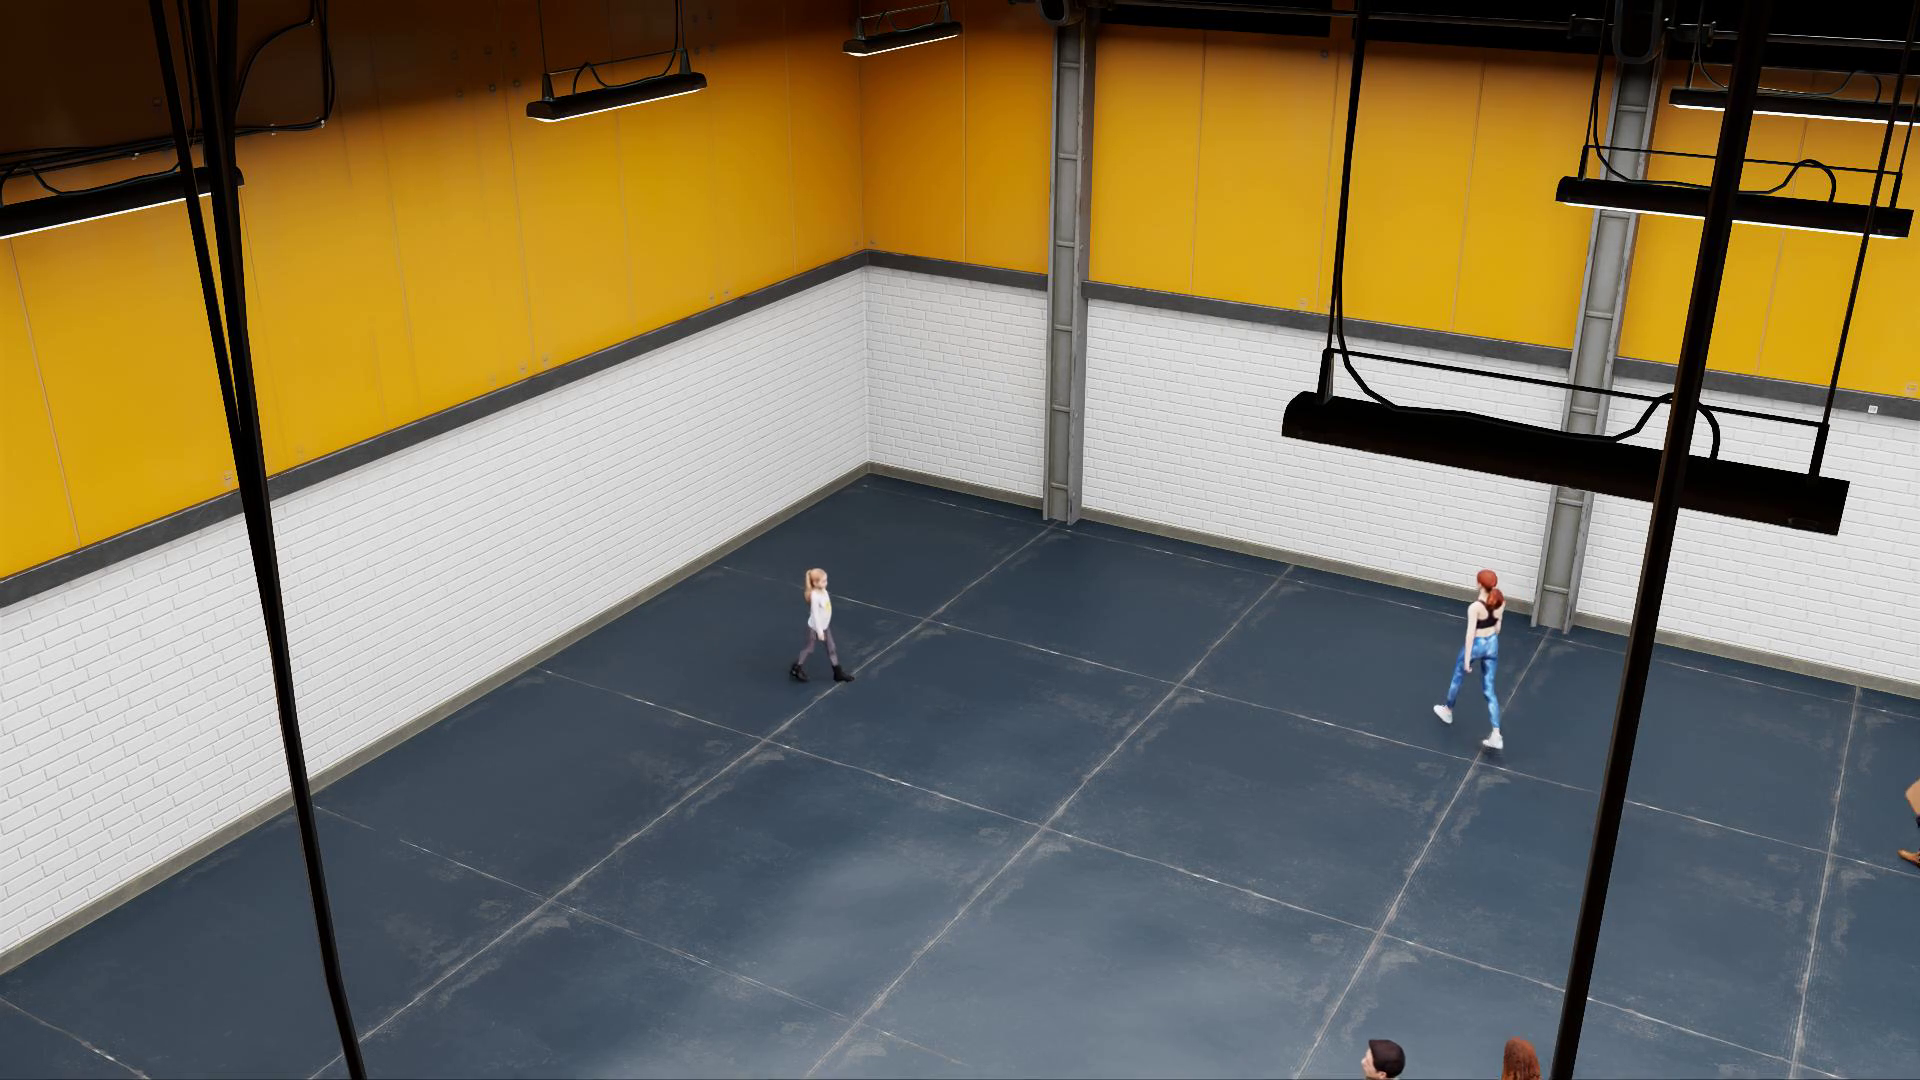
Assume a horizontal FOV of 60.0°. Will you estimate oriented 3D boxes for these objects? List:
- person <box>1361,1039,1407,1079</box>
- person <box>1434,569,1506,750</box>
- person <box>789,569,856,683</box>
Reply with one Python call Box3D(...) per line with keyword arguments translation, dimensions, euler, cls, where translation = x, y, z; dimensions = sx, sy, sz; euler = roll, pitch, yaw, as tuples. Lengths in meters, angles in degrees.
Box3D(translation=(2.398, 3.658, 9.622), dimensions=(0.694, 1.866, 0.771), euler=(5, 24, 11), cls="person")
Box3D(translation=(4.922, 1.126, 15.565), dimensions=(1.120, 1.746, 1.159), euler=(-6, 24, -13), cls="person")
Box3D(translation=(-1.493, 0.875, 16.756), dimensions=(0.952, 1.252, 0.643), euler=(7, 25, 15), cls="person")
